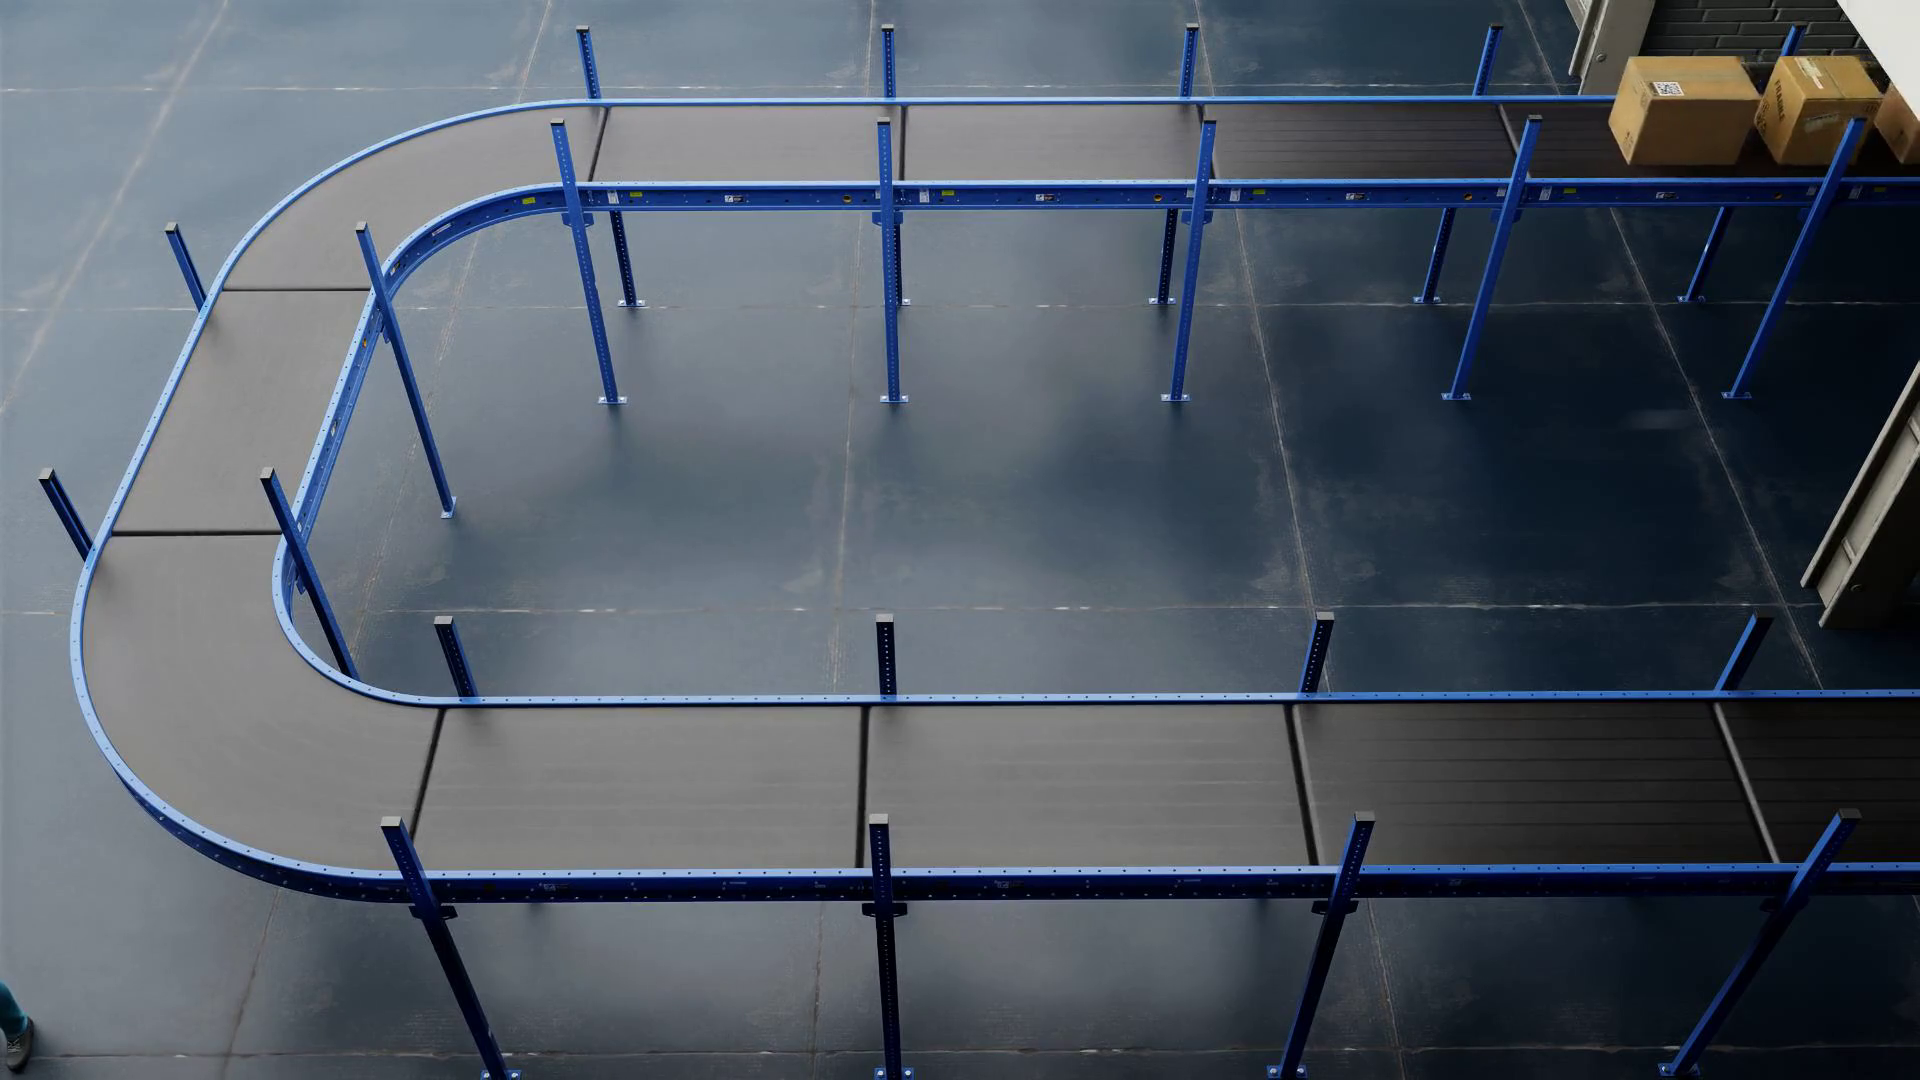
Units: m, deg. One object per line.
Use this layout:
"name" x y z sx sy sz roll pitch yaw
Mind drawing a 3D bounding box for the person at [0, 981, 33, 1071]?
"person" -4.957 1.951 8.191 0.566 1.849 0.383 -1 47 -1
